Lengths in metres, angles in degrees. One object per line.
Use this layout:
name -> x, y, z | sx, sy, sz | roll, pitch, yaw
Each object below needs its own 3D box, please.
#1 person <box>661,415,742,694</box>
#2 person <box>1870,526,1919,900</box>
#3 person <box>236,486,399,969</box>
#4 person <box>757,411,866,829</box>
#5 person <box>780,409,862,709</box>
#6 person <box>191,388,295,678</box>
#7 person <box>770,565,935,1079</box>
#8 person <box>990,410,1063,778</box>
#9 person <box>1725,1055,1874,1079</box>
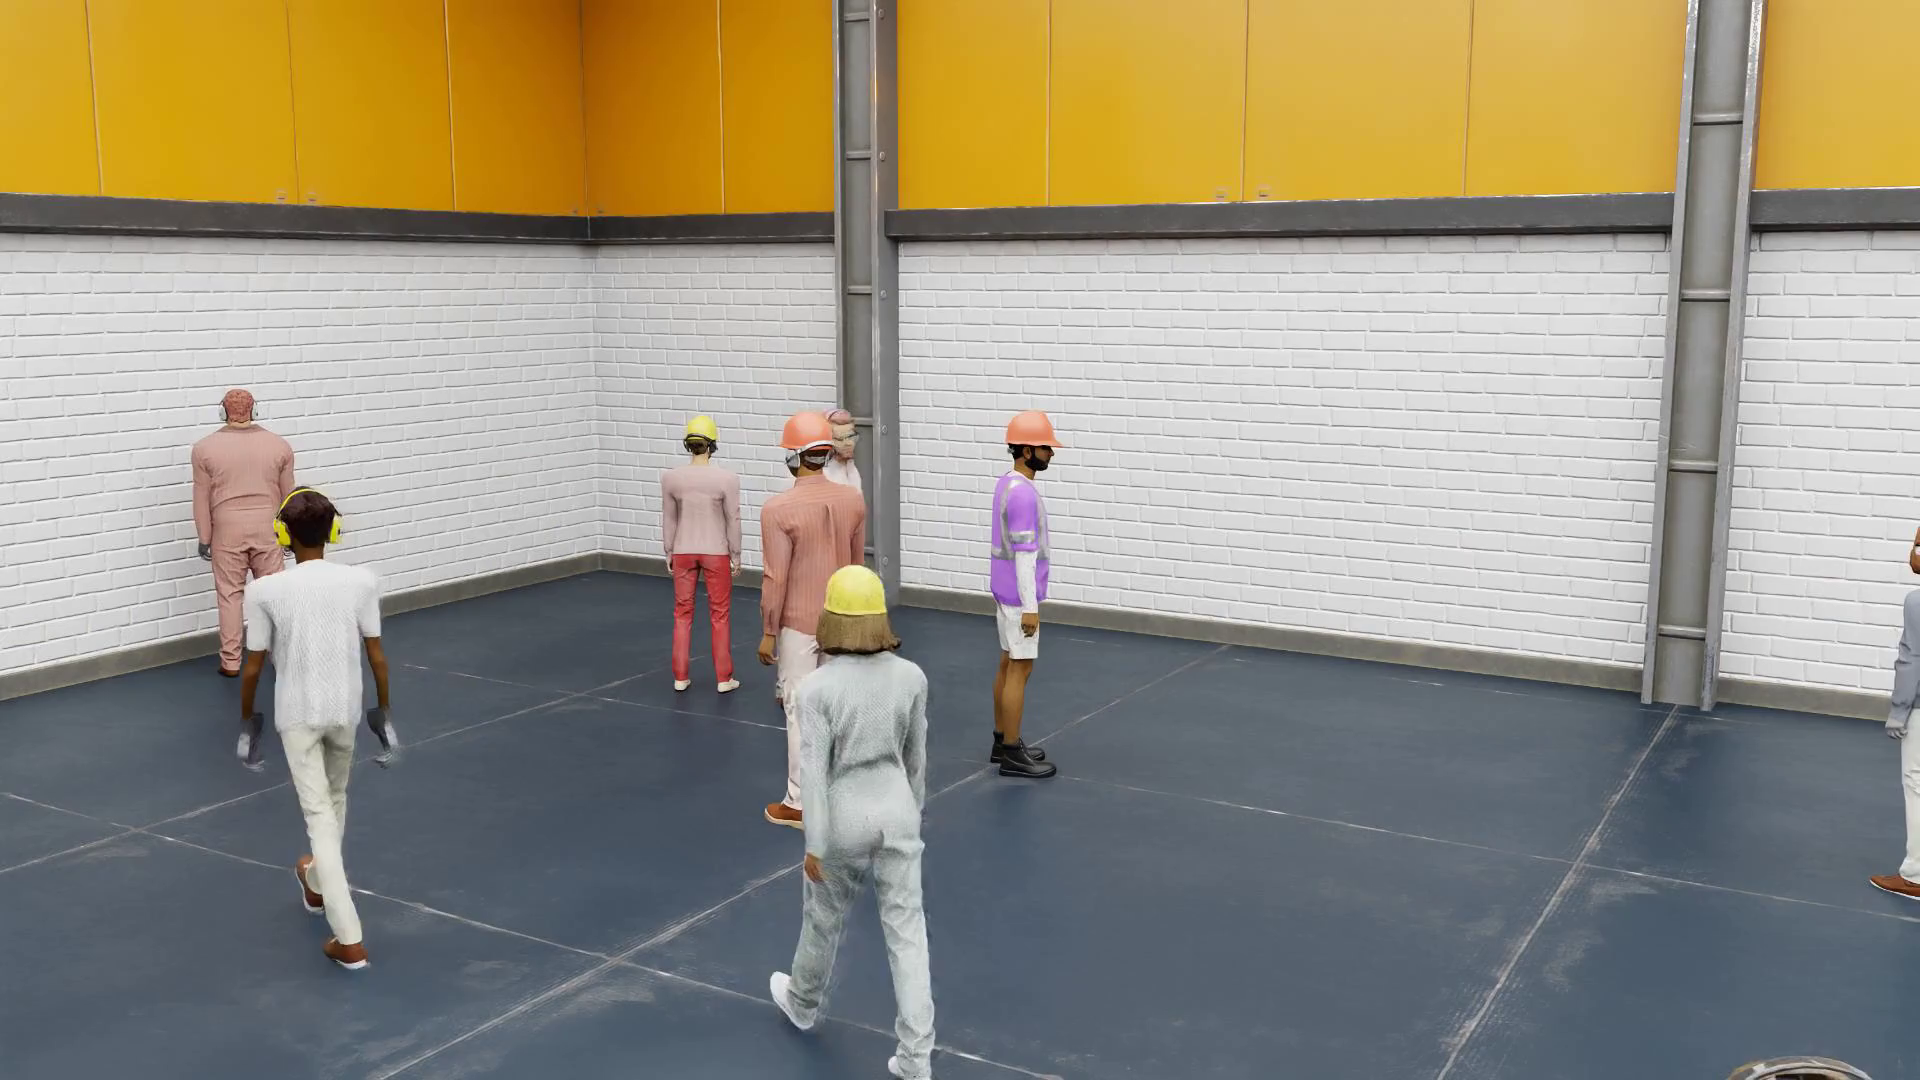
person -> -1.626, 0.093, 10.537 | 0.521, 1.758, 0.349 | 2, 9, 9
person -> 4.144, 0.714, 7.063 | 0.495, 1.625, 0.279 | -5, 10, -27
person -> -2.557, 0.697, 6.537 | 0.555, 1.822, 0.941 | -7, 12, -39
person -> -0.713, 0.382, 7.981 | 0.382, 1.995, 0.612 | 9, 13, 44
person -> -0.802, 0.145, 9.862 | 0.698, 1.863, 0.665 | 4, 10, 25
person -> -4.714, -0.050, 10.985 | 0.641, 1.900, 0.404 | -6, 11, -34
person -> -0.347, 0.920, 5.558 | 0.497, 1.695, 0.872 | -5, 10, -26
person -> 0.351, 0.279, 8.803 | 0.373, 1.935, 0.552 | -1, 9, -7
person -> 0.785, 1.432, 1.614 | 0.628, 1.936, 0.377 | -3, 10, -17
